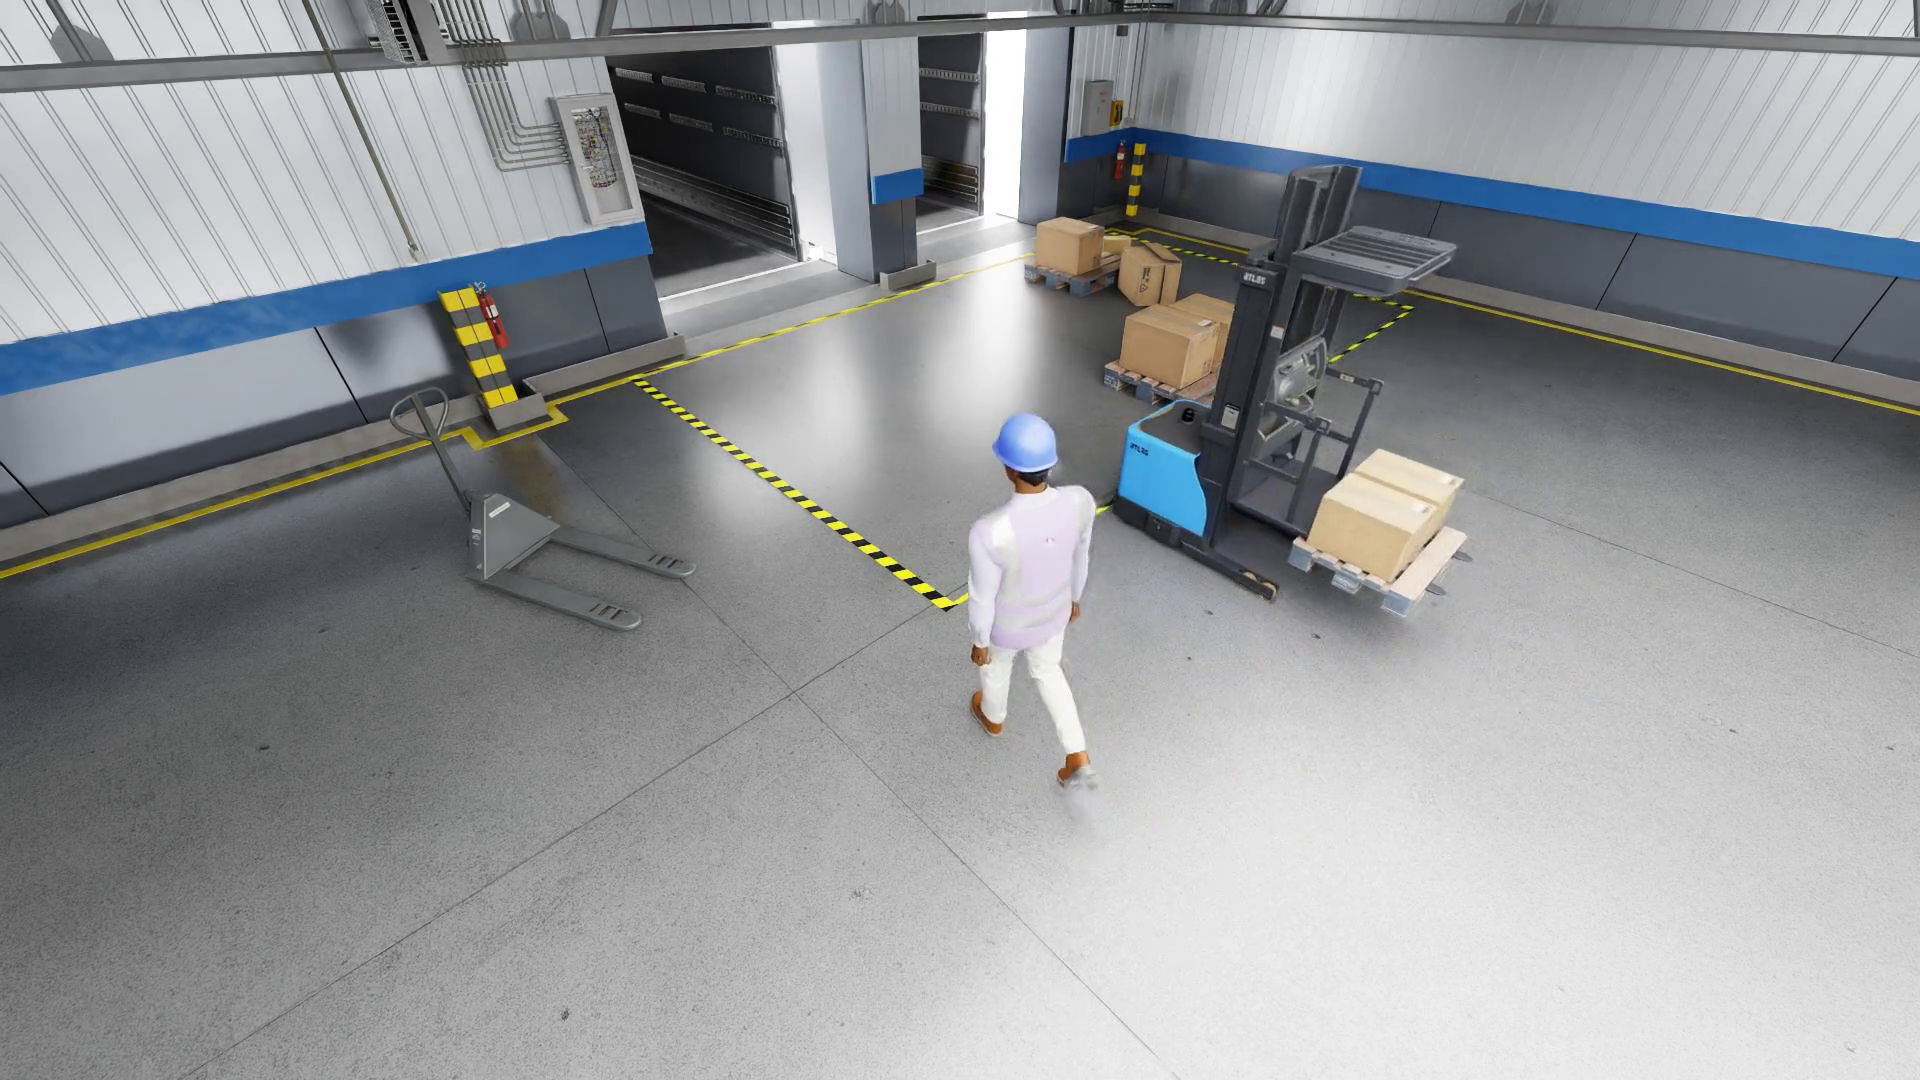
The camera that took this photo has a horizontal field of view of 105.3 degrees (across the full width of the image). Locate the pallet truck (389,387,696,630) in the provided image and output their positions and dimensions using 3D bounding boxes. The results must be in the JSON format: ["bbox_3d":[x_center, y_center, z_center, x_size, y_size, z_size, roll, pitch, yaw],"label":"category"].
[{"bbox_3d":[-2.613,-0.247,4.593,1.601,1.201,0.680,14,40,17],"label":"pallet truck"}]

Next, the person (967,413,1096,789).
[{"bbox_3d":[0.333,0.358,3.256,0.626,1.923,0.869,-18,41,-22],"label":"person"}]

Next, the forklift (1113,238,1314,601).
[{"bbox_3d":[1.685,-0.923,4.813,0.716,2.013,0.776,-30,47,-33],"label":"forklift"}]
